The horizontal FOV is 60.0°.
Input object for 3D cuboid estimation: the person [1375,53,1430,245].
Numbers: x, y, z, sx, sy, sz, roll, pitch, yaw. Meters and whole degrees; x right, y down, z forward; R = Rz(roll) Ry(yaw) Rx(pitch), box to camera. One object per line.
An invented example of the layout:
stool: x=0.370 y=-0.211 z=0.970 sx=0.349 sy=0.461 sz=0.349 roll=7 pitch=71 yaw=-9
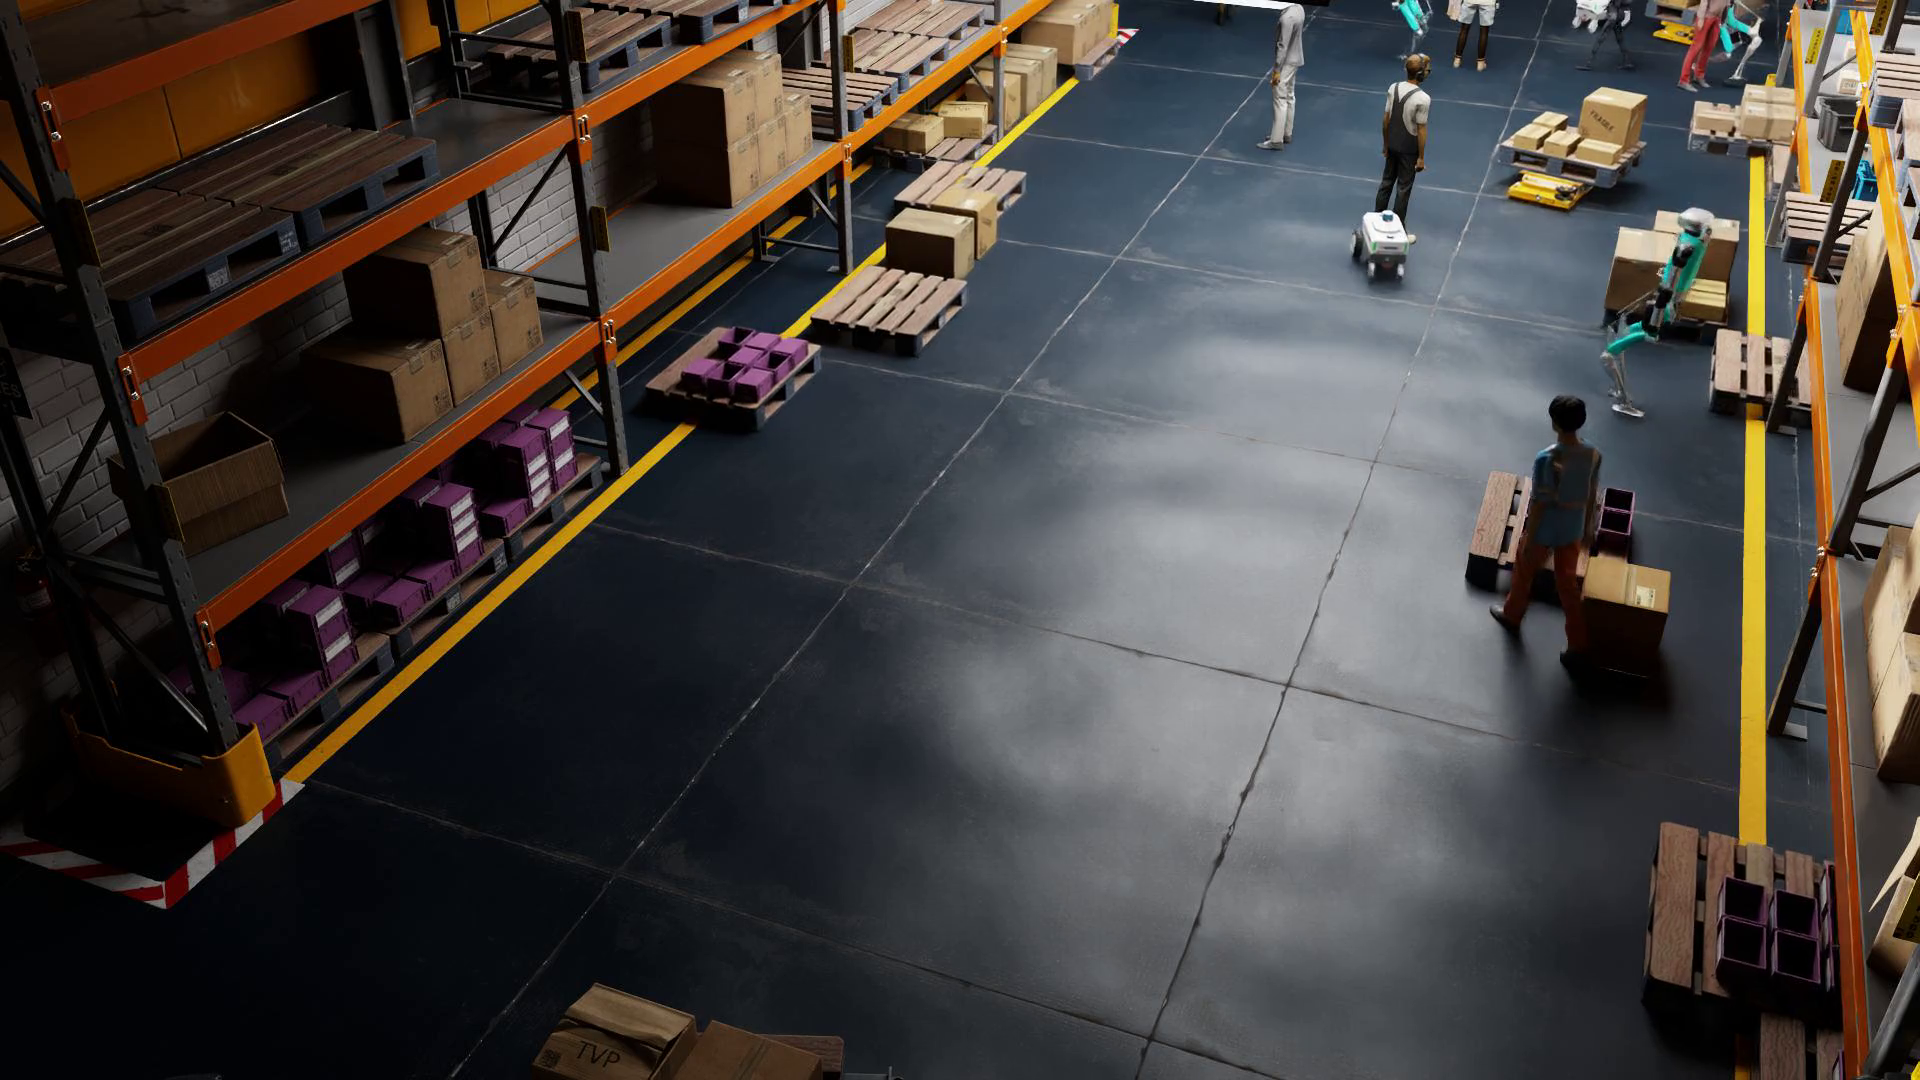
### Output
person: x=4.250 y=-3.733 z=15.916 sx=0.330 sy=1.844 sz=0.514 roll=-19 pitch=37 yaw=-27

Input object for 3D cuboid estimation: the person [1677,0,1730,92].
person: x=9.029 y=-6.278 z=19.939 sx=0.532 sy=1.758 sz=0.348 roll=-21 pitch=38 yaw=-29

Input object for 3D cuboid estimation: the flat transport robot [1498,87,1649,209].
flat transport robot: x=6.380 y=-3.844 z=17.541 sx=0.659 sy=0.231 sz=1.431 roll=23 pitch=39 yaw=31

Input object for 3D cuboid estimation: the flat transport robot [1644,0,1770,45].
flat transport robot: x=9.952 y=-6.865 z=22.216 sx=1.431 sy=0.231 sz=0.659 roll=-25 pitch=40 yaw=-33

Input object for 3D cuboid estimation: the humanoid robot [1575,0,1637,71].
humanoid robot: x=8.158 y=-6.627 z=20.597 sx=0.760 sy=1.621 sz=0.613 roll=7 pitch=33 yaw=10

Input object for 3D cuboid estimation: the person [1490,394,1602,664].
person: x=3.749 y=-0.038 z=10.316 sx=0.518 sy=1.725 sz=0.801 roll=-8 pitch=34 yaw=-12

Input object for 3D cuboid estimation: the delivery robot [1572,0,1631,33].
delivery robot: x=8.663 y=-7.184 z=22.449 sx=0.801 sy=0.597 sz=0.499 roll=-20 pitch=38 yaw=-28

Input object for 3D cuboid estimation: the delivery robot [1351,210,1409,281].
delivery robot: x=3.997 y=-2.815 z=15.698 sx=0.499 sy=0.609 sz=0.794 roll=2 pitch=33 yaw=3

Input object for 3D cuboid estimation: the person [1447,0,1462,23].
person: x=6.854 y=-7.929 z=22.491 sx=0.511 sy=1.751 sz=0.696 roll=-9 pitch=34 yaw=-13

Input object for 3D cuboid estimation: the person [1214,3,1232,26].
person: x=3.553 y=-7.926 z=22.346 sx=0.542 sy=1.919 sz=0.586 roll=-7 pitch=34 yaw=-11

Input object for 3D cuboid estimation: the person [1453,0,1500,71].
person: x=6.458 y=-6.698 z=20.650 sx=0.530 sy=1.690 sz=0.322 roll=16 pitch=36 yaw=23

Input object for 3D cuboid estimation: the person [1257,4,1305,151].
person: x=3.561 y=-5.198 z=18.146 sx=0.397 sy=1.892 sz=0.539 roll=15 pitch=36 yaw=22

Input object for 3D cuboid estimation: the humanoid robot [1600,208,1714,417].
humanoid robot: x=5.321 y=-1.797 z=13.015 sx=0.761 sy=1.771 sz=0.573 roll=22 pitch=39 yaw=30

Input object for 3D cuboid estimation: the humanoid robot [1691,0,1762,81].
humanoid robot: x=9.379 y=-6.331 z=20.053 sx=1.007 sy=1.712 sz=0.530 roll=24 pitch=40 yaw=32

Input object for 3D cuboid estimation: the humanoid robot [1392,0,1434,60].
humanoid robot: x=5.723 y=-6.769 z=20.764 sx=0.802 sy=1.820 sz=0.542 roll=23 pitch=39 yaw=31

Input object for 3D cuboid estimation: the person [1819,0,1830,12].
person: x=10.953 y=-6.778 z=20.610 sx=0.526 sy=1.865 sz=0.397 roll=-4 pitch=33 yaw=-6
